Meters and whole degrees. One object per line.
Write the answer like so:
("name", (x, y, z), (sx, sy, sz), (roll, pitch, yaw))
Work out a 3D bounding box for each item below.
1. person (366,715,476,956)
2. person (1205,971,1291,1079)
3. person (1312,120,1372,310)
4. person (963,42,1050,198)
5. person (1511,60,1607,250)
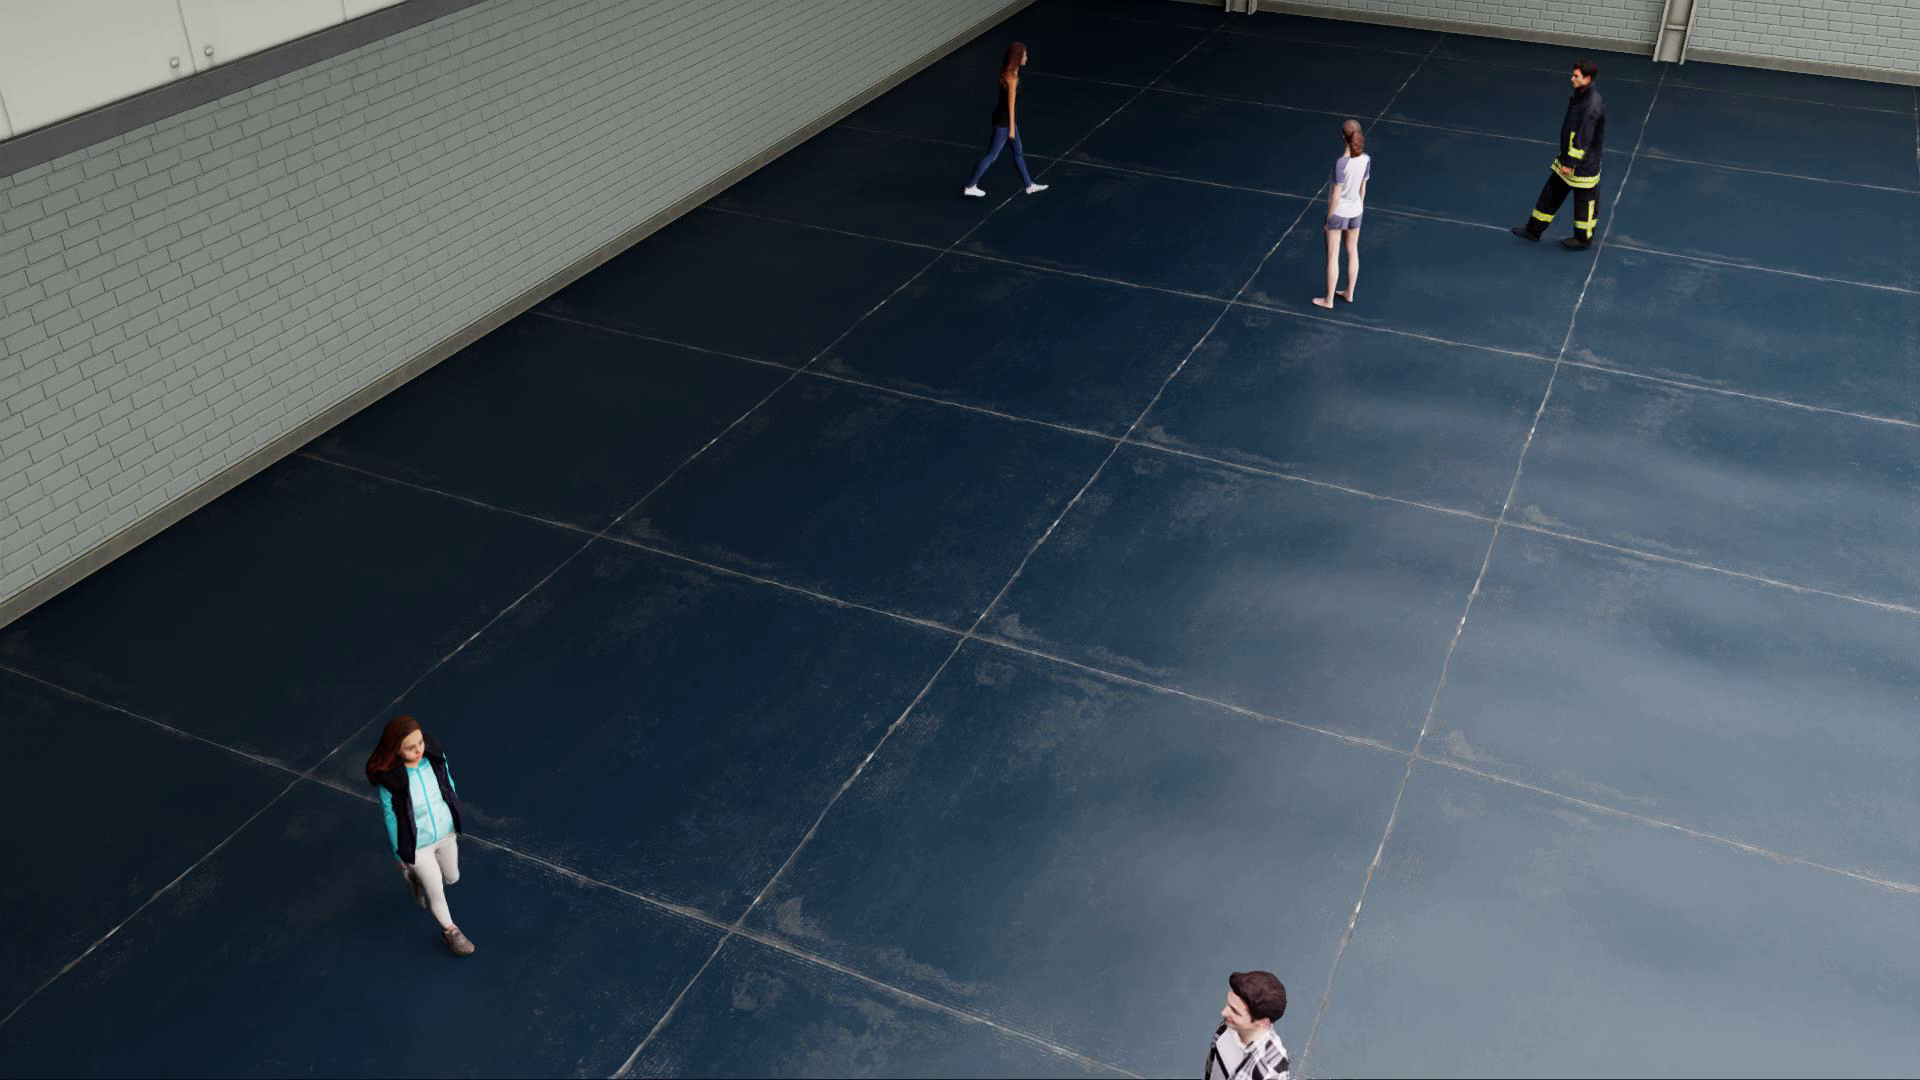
("person", (-2.775, 1.473, 8.490), (0.847, 1.483, 0.667), (23, 39, 32))
("person", (1.207, 2.378, 6.757), (0.789, 1.801, 0.751), (-7, 33, -11))
("person", (3.543, -2.996, 15.310), (0.680, 1.765, 0.718), (-16, 36, -24))
("person", (0.388, -4.397, 17.642), (1.217, 1.647, 0.901), (-1, 32, -2))
("person", (6.223, -3.770, 16.420), (1.199, 1.890, 1.078), (-3, 32, -5))
